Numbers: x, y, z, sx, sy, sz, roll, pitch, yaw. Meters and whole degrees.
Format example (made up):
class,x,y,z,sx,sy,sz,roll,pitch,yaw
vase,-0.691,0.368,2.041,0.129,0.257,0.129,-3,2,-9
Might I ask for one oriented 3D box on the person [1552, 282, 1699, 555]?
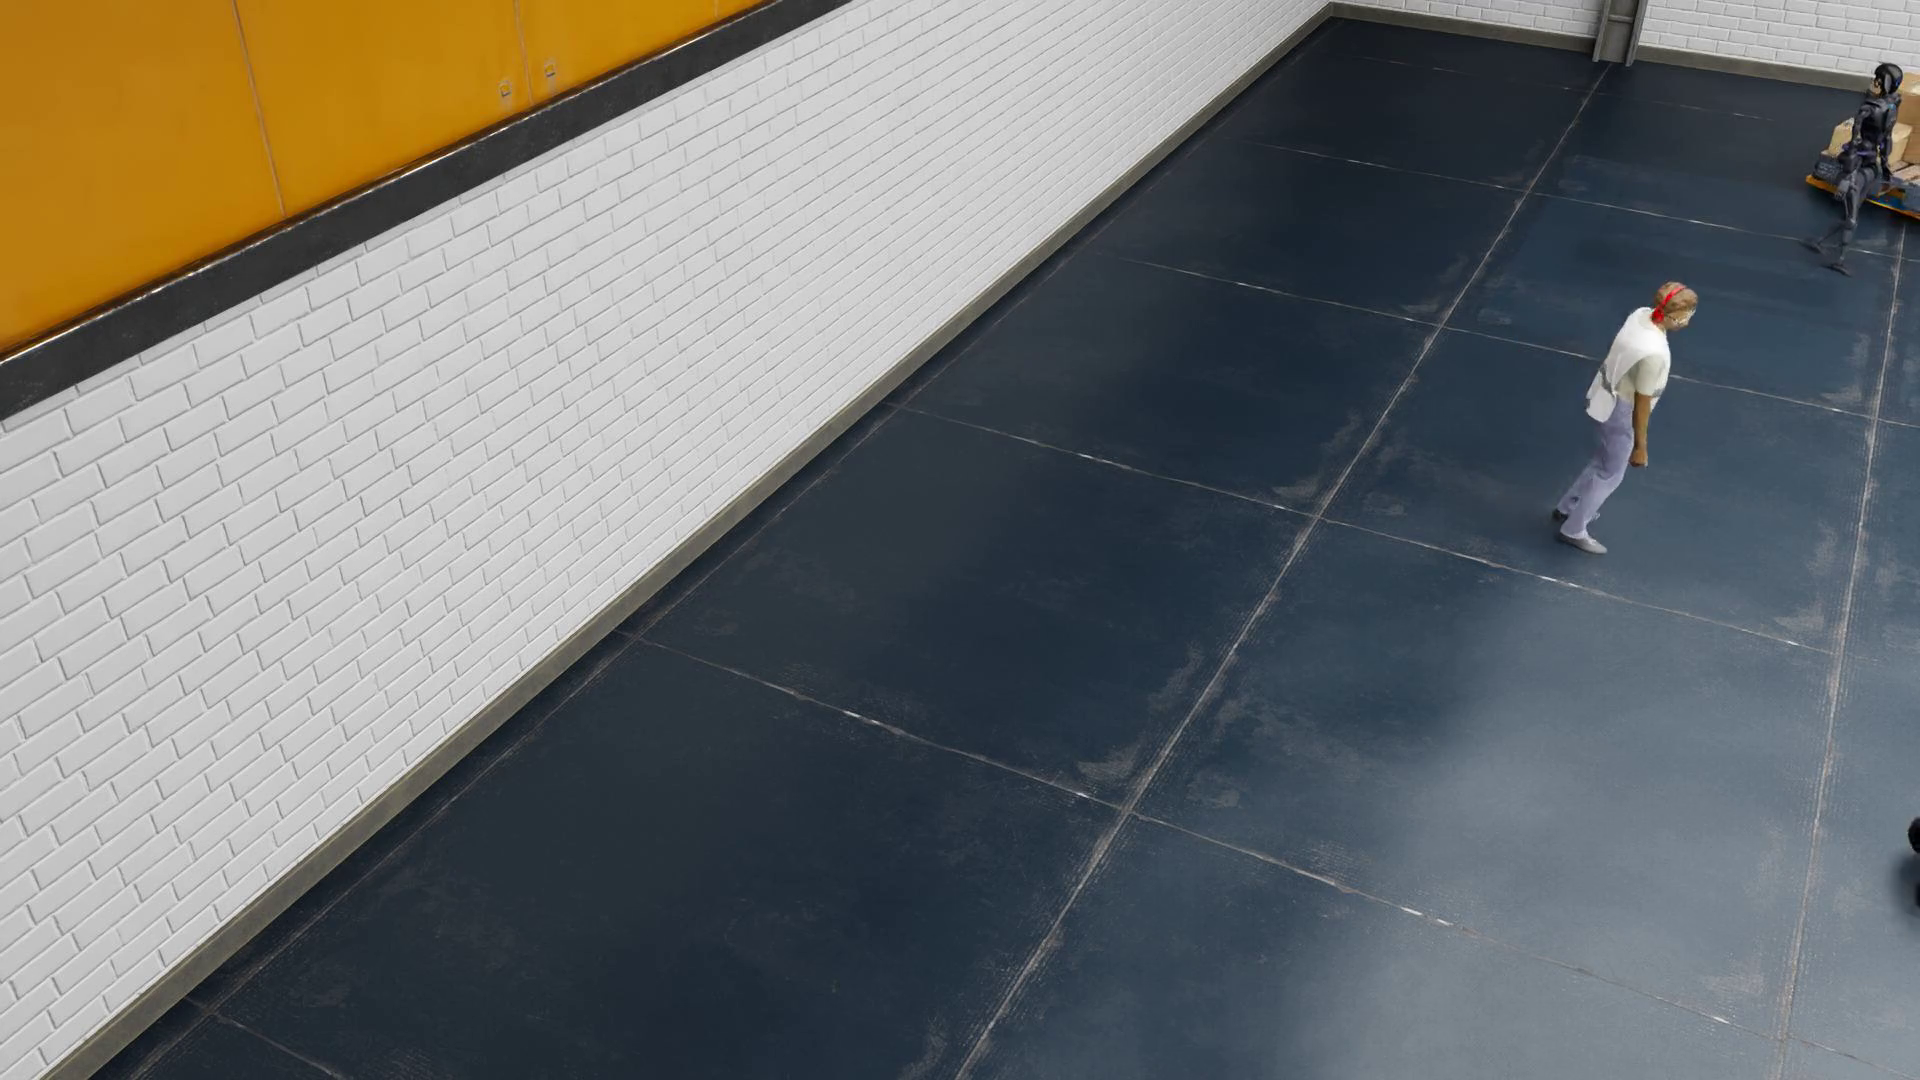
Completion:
class,x,y,z,sx,sy,sz,roll,pitch,yaw
person,3.843,-0.700,9.639,0.446,1.807,0.595,8,35,11

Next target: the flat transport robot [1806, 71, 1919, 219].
class,x,y,z,sx,sy,sz,roll,pitch,yaw
flat transport robot,8.227,-3.035,14.493,0.659,0.231,1.431,-21,39,-28

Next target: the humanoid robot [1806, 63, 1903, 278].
class,x,y,z,sx,sy,sz,roll,pitch,yaw
humanoid robot,7.134,-2.945,13.125,0.607,1.651,0.604,-20,39,-27

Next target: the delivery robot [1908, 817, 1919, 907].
class,x,y,z,sx,sy,sz,roll,pitch,yaw
delivery robot,4.759,1.460,7.565,0.814,0.612,0.499,12,36,17
